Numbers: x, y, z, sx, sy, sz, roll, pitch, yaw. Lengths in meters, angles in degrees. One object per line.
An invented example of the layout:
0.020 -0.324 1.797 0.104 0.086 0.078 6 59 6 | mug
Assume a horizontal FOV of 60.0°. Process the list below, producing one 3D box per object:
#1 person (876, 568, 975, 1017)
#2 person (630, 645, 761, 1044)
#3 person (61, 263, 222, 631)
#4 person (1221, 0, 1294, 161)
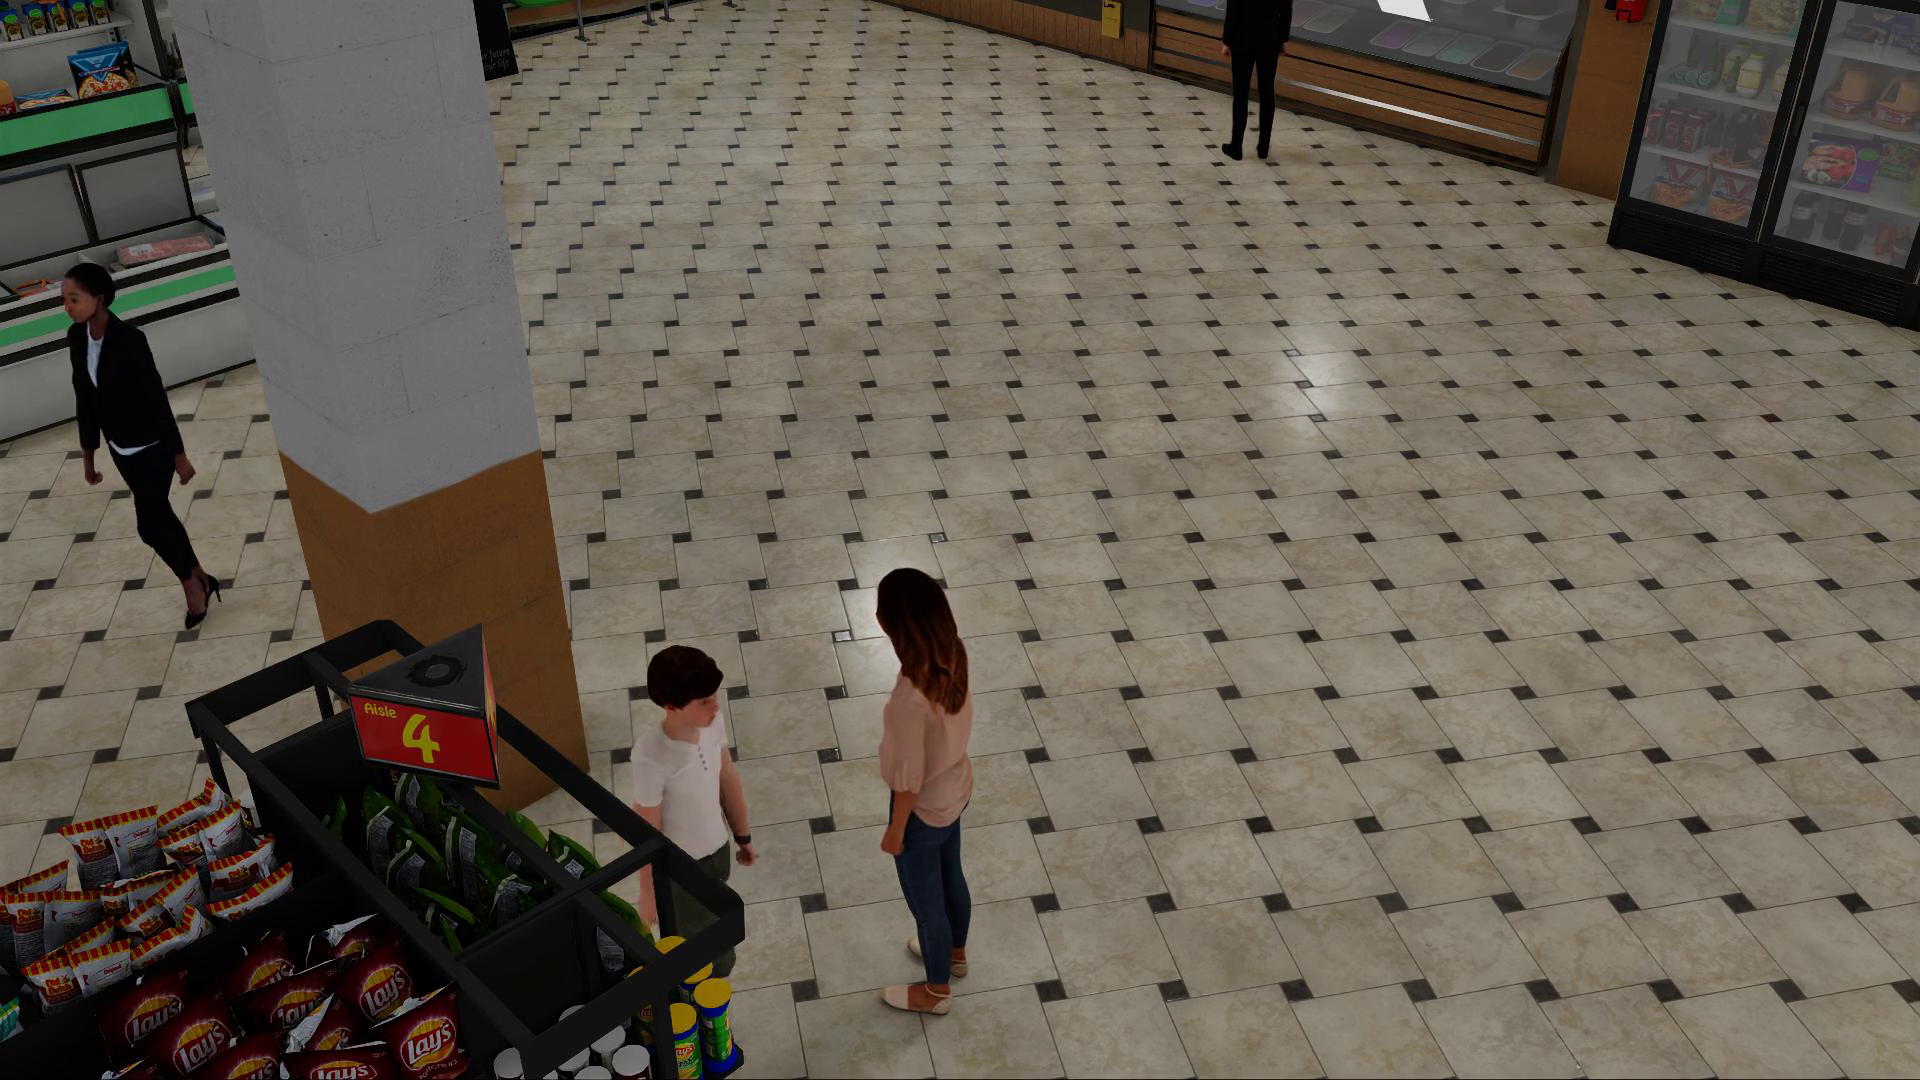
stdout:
-0.097 0.859 5.514 0.718 1.789 0.584 13 34 20 | person
-0.948 1.017 5.399 0.746 1.643 0.656 15 35 23 | person
-3.627 -0.419 7.537 0.732 1.822 0.760 13 34 20 | person
2.348 -3.970 13.180 0.756 1.890 0.844 -3 32 -5 | person
